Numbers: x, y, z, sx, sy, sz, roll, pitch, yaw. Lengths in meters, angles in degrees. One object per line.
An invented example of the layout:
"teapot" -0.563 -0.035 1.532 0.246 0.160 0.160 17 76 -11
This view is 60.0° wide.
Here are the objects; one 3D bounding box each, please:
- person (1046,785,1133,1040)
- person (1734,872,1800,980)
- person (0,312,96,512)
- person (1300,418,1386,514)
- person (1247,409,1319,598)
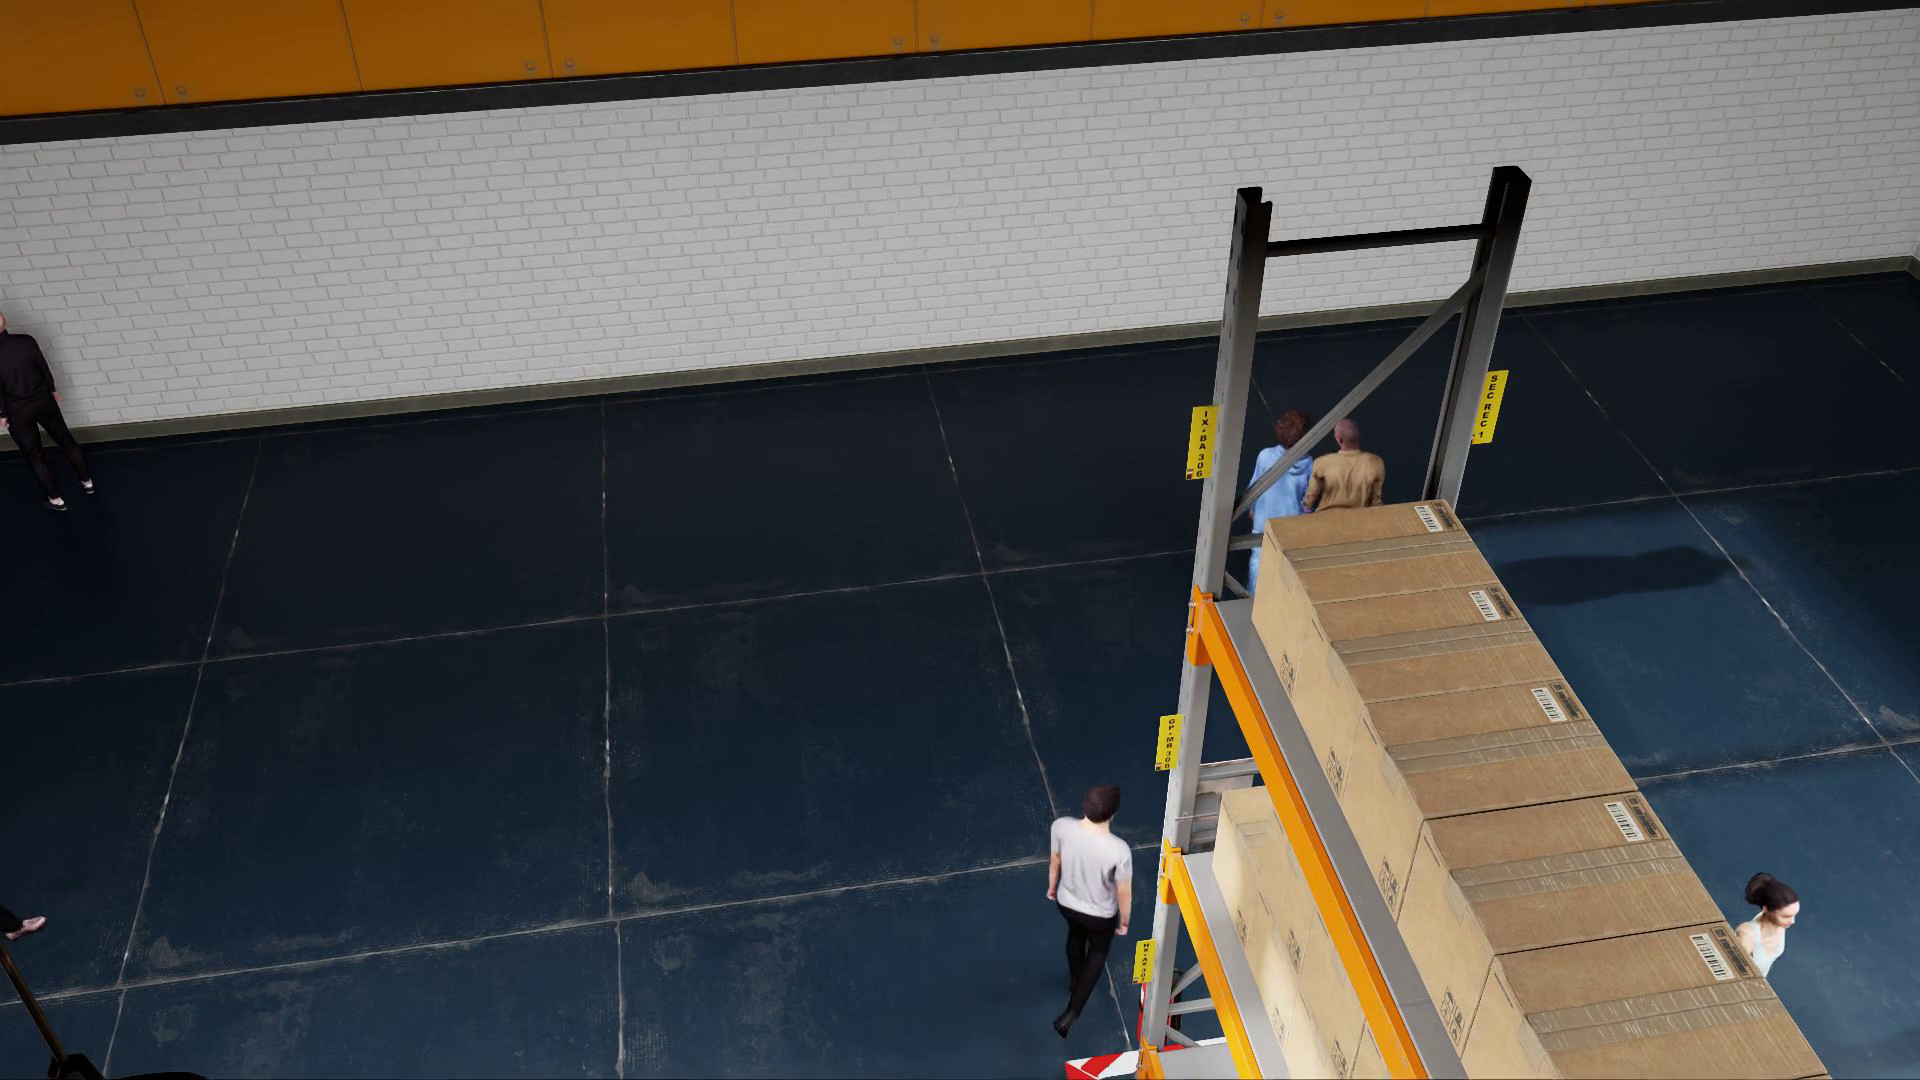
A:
"person" 0.695 2.147 9.538 1.040 1.839 1.131 18 42 22
"person" 4.212 2.455 9.224 0.851 1.749 1.100 -23 44 -26
"person" -7.584 -1.072 13.573 0.821 1.835 0.754 22 44 25
"person" 2.819 -0.065 12.333 0.817 1.808 0.718 2 39 2
"person" 2.385 -0.156 12.462 0.984 1.789 1.196 10 40 12
